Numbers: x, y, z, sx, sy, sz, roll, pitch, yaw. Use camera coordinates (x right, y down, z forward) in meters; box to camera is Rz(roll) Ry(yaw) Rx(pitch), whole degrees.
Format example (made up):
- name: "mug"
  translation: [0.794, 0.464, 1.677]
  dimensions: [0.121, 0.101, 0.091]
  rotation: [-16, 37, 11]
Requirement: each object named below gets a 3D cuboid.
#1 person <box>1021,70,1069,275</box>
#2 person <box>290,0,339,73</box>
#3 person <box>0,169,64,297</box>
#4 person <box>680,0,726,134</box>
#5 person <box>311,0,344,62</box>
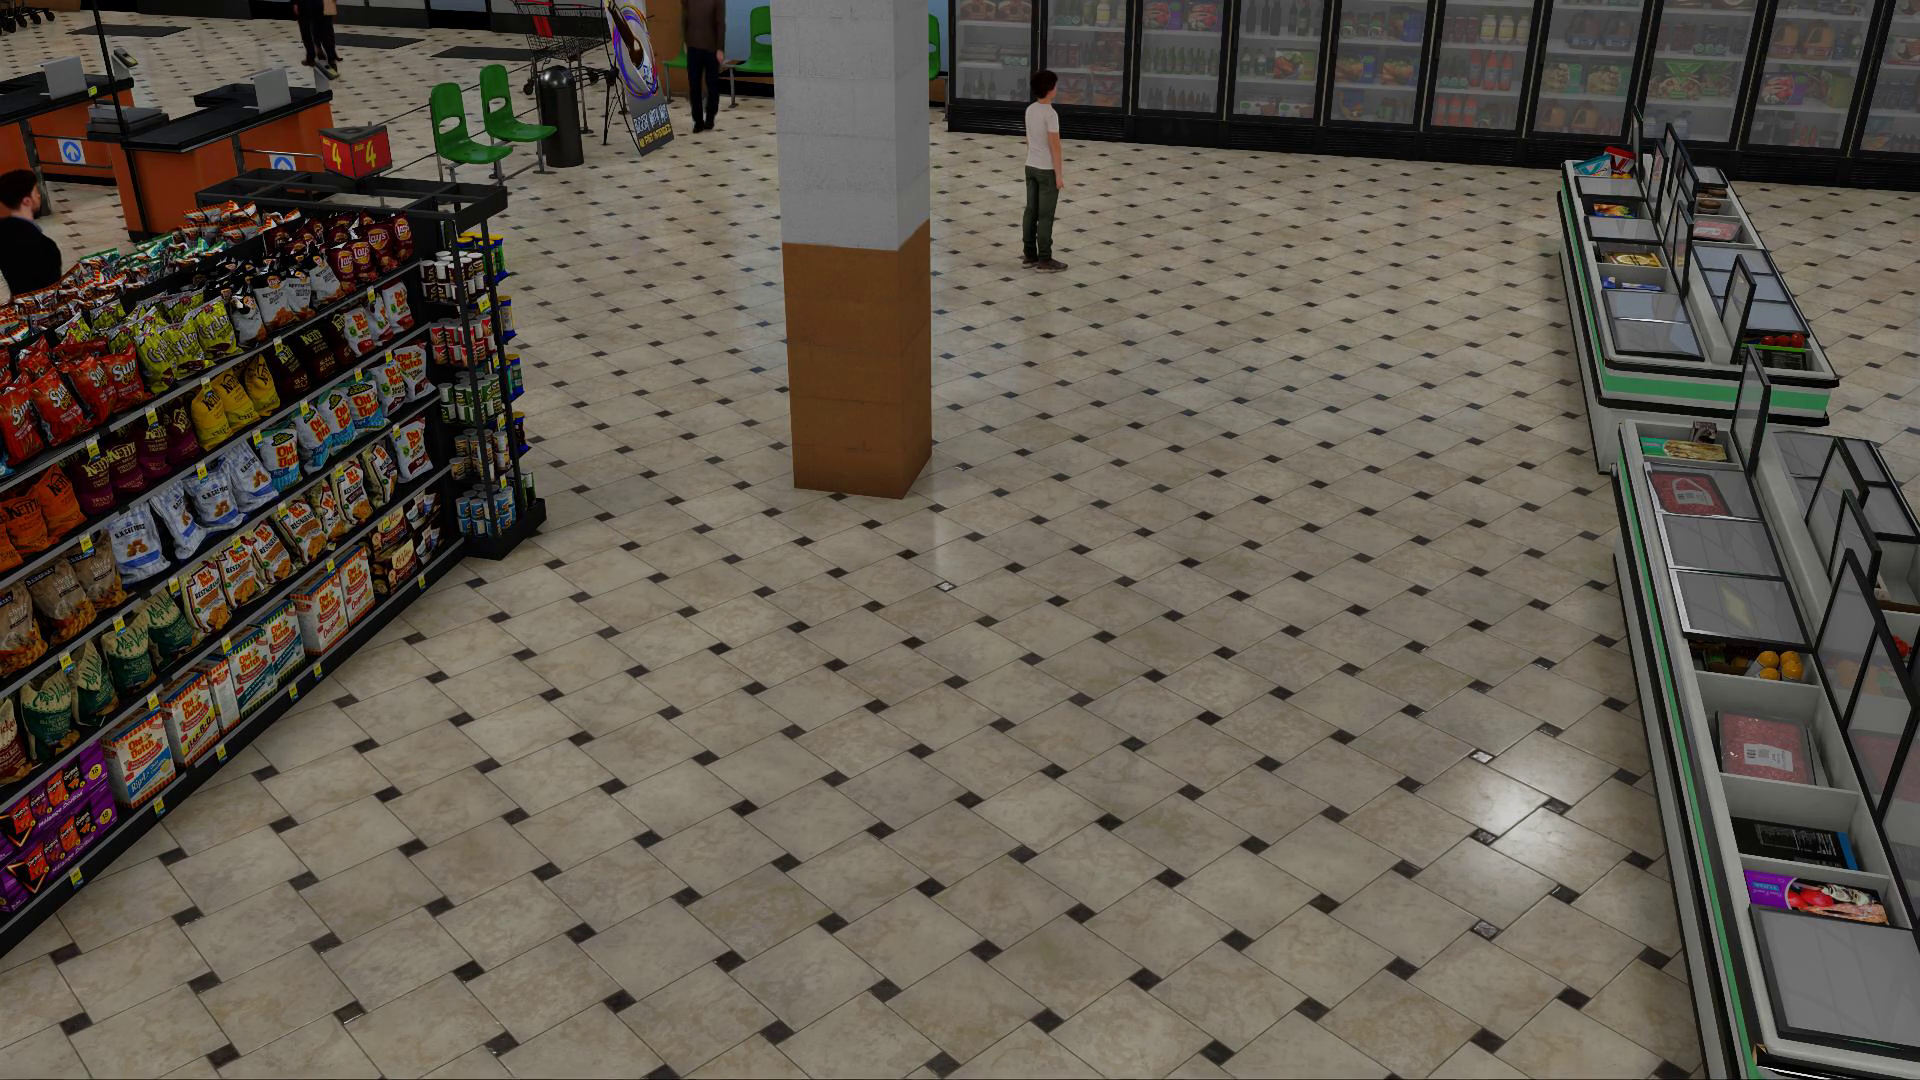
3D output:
- name: "person"
  translation: [0.682, -3.054, 13.791]
  dimensions: [0.705, 1.652, 0.655]
  rotation: [-17, 31, -30]
- name: "person"
  translation: [-8.195, -6.735, 21.024]
  dimensions: [1.205, 1.677, 1.159]
  rotation: [-19, 33, -33]
- name: "person"
  translation: [-5.522, -1.282, 10.039]
  dimensions: [0.777, 1.886, 0.740]
  rotation: [16, 31, 29]
- name: "person"
  translation: [-2.811, -5.388, 18.197]
  dimensions: [0.769, 1.831, 0.906]
  rotation: [5, 27, 10]
- name: "person"
  translation: [-8.427, -7.149, 21.833]
  dimensions: [0.641, 1.682, 0.500]
  rotation: [7, 28, 13]
